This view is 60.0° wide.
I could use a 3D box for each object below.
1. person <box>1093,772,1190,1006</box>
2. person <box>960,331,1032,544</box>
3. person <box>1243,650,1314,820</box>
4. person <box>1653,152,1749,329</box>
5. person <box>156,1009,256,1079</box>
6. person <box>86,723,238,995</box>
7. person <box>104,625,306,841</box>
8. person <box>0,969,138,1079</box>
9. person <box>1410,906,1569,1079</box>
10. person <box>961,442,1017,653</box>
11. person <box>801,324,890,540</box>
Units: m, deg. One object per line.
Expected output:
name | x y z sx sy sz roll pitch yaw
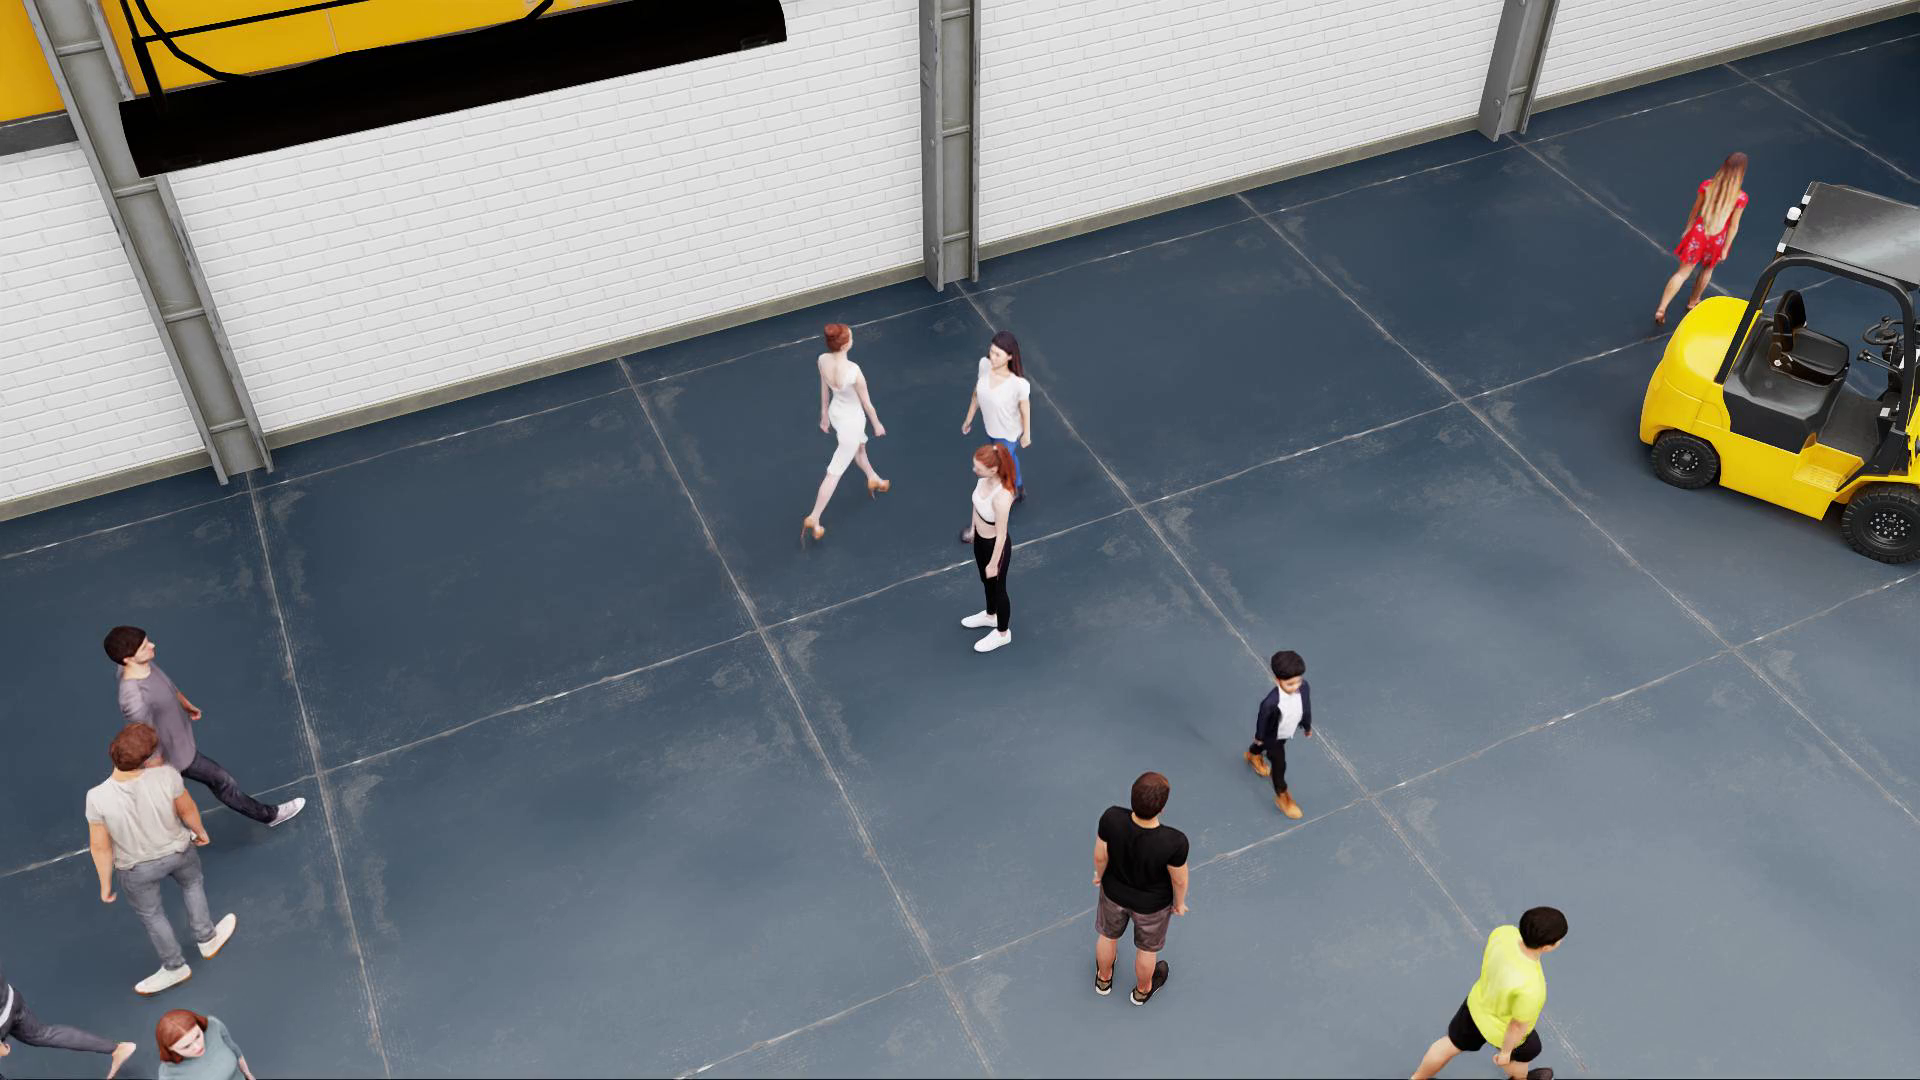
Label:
person | 0.937 1.874 8.911 0.763 1.861 0.810 16 46 16
person | 0.363 -0.817 11.885 1.019 1.655 0.759 -28 50 -26
person | 1.934 1.095 10.210 0.792 1.198 0.644 -24 49 -23
person | 6.082 -2.427 13.639 0.820 1.567 1.088 32 52 29
person | -3.650 2.760 8.101 1.131 1.695 1.157 20 47 20
person | -4.418 1.755 9.049 0.973 1.844 0.611 31 52 28
person | -4.671 1.206 9.654 1.116 1.804 0.691 -18 46 -18
person | -4.846 2.378 8.473 1.131 1.737 0.723 -11 45 -11
person | 2.670 2.425 8.475 1.132 1.665 0.781 -9 44 -9
person | 0.216 0.024 10.932 0.556 1.752 0.611 -12 45 -13
person | -0.879 -0.730 11.728 1.165 1.746 0.799 -32 52 -29
